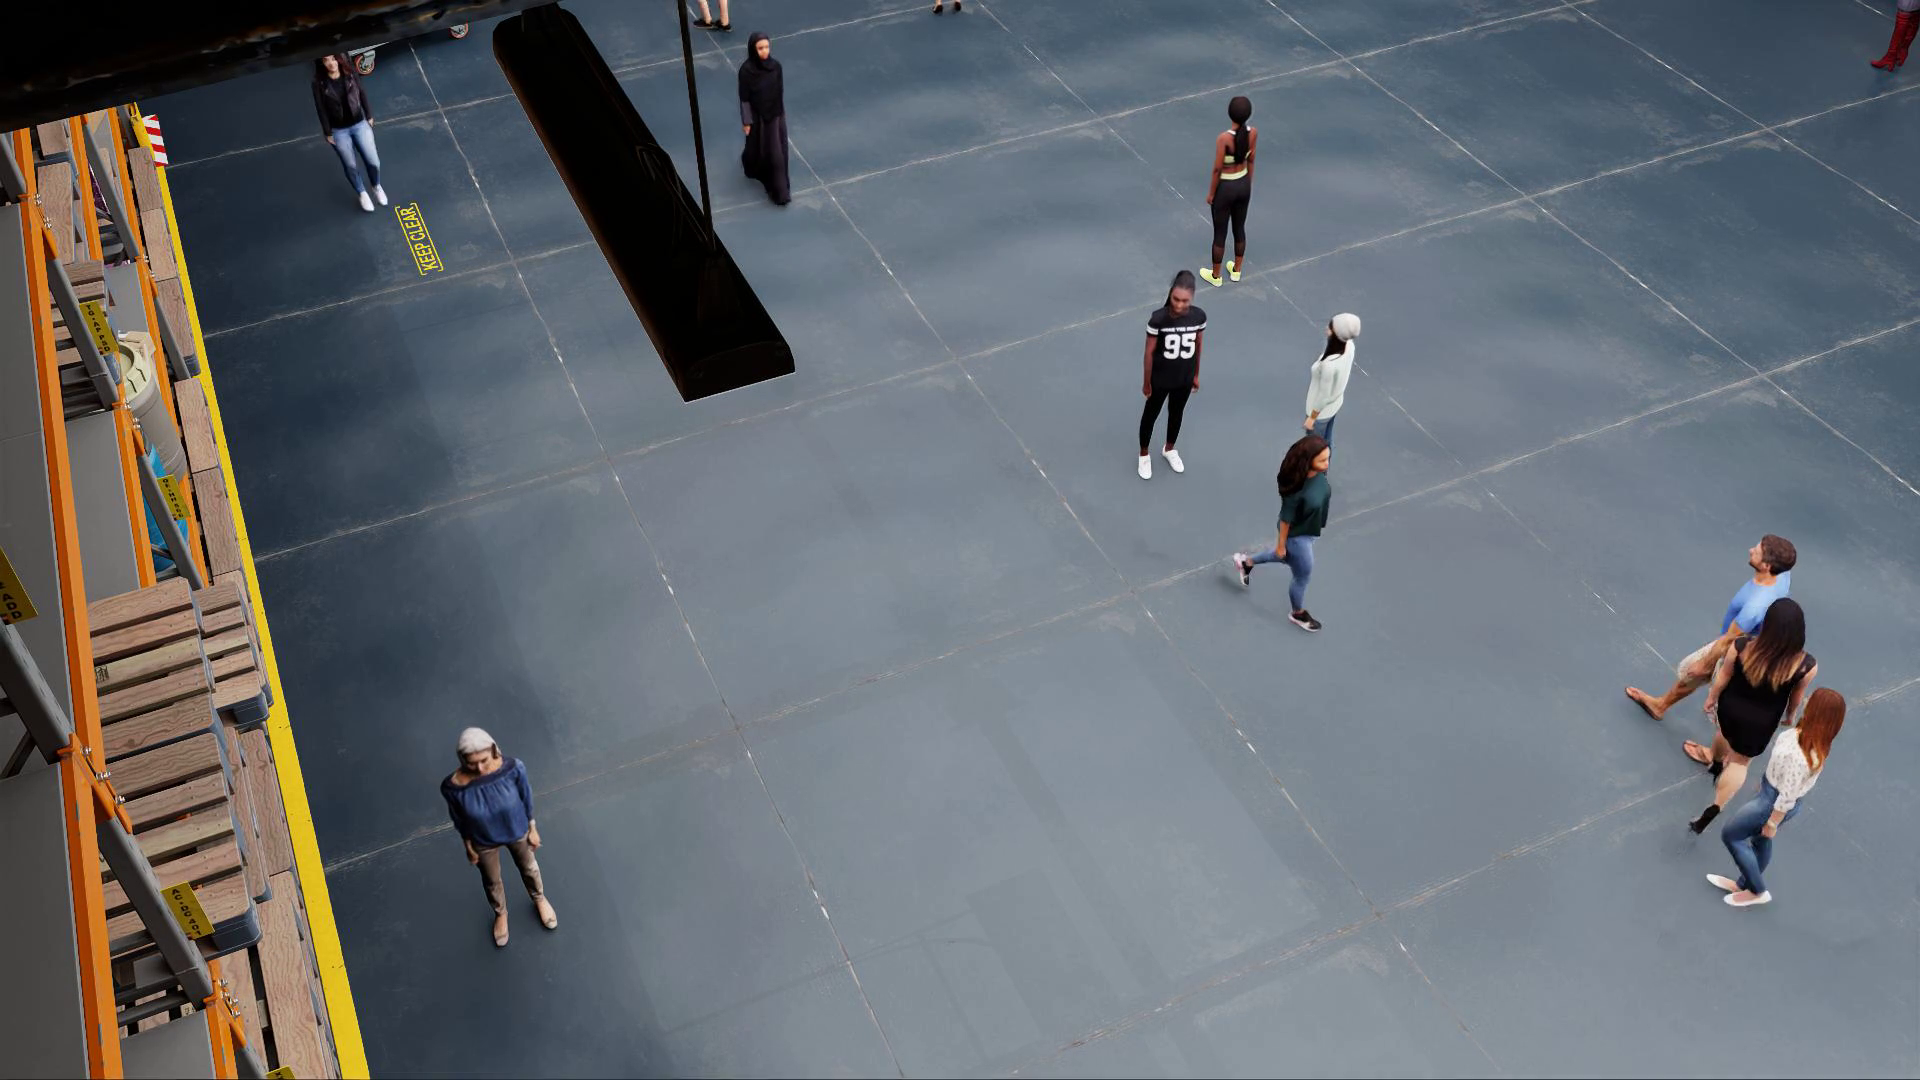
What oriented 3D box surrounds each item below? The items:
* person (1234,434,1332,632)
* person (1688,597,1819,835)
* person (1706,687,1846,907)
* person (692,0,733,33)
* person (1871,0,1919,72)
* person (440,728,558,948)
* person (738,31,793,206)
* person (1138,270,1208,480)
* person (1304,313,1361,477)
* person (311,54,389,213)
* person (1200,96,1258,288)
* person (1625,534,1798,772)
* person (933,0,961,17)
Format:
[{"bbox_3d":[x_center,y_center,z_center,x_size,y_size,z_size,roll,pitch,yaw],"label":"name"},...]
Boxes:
[{"bbox_3d":[2.223,-0.092,11.258,1.067,1.597,0.869,28,50,26],"label":"person"},{"bbox_3d":[4.704,1.095,9.956,1.095,1.675,1.044,26,50,25],"label":"person"},{"bbox_3d":[4.750,1.514,9.485,0.744,1.717,0.688,29,51,27],"label":"person"},{"bbox_3d":[-2.581,-6.126,17.628,0.768,1.546,0.704,22,48,21],"label":"person"},{"bbox_3d":[9.819,-5.646,17.005,0.596,1.710,0.542,-23,48,-22],"label":"person"},{"bbox_3d":[-2.596,1.645,9.361,0.603,1.698,0.553,-17,46,-17],"label":"person"},{"bbox_3d":[-1.823,-3.913,15.270,0.607,1.595,0.999,-17,46,-17],"label":"person"},{"bbox_3d":[1.565,-1.228,12.353,0.651,1.731,0.628,-9,44,-10],"label":"person"},{"bbox_3d":[2.669,-0.991,12.171,0.674,1.640,0.651,23,48,23],"label":"person"},{"bbox_3d":[-5.581,-3.762,15.092,0.656,1.622,0.621,-23,48,-22],"label":"person"},{"bbox_3d":[2.314,-2.962,14.157,0.567,1.753,0.511,-15,46,-15],"label":"person"},{"bbox_3d":[4.856,0.743,10.205,1.116,1.841,0.931,28,50,26],"label":"person"},{"bbox_3d":[-0.146,-6.467,17.914,0.577,1.645,0.534,-9,44,-10],"label":"person"}]
